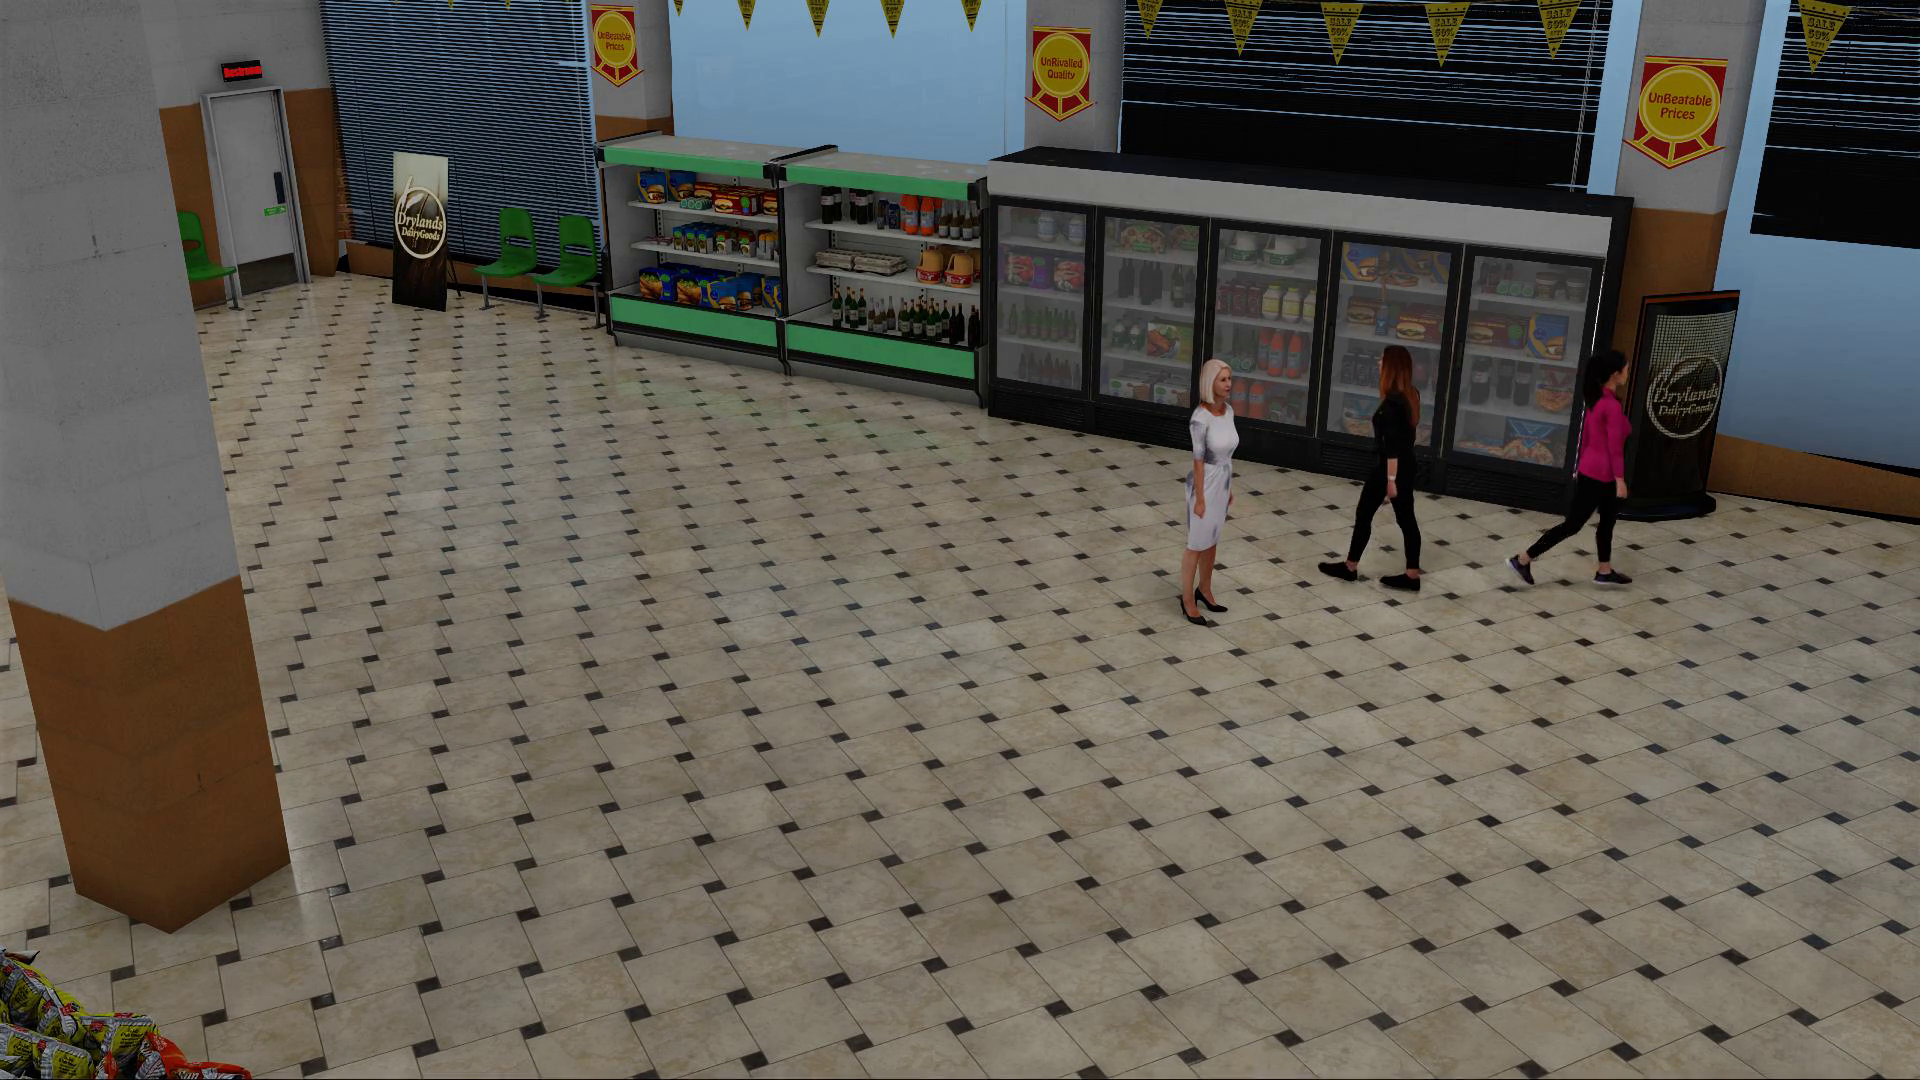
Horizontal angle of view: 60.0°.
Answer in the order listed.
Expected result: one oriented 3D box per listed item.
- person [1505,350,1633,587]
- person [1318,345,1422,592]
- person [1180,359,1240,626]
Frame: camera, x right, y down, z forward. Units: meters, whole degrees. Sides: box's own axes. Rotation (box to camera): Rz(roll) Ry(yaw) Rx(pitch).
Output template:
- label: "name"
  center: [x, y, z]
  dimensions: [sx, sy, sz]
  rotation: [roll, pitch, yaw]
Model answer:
- label: "person"
  center: [4.154, -0.420, 11.125]
  dimensions: [1.188, 1.663, 0.895]
  rotation: [2, 22, 6]
- label: "person"
  center: [3.013, -0.449, 11.166]
  dimensions: [0.926, 1.687, 0.662]
  rotation: [15, 27, 34]
- label: "person"
  center: [1.605, -0.324, 10.768]
  dimensions: [0.547, 1.751, 0.589]
  rotation: [17, 27, 36]
